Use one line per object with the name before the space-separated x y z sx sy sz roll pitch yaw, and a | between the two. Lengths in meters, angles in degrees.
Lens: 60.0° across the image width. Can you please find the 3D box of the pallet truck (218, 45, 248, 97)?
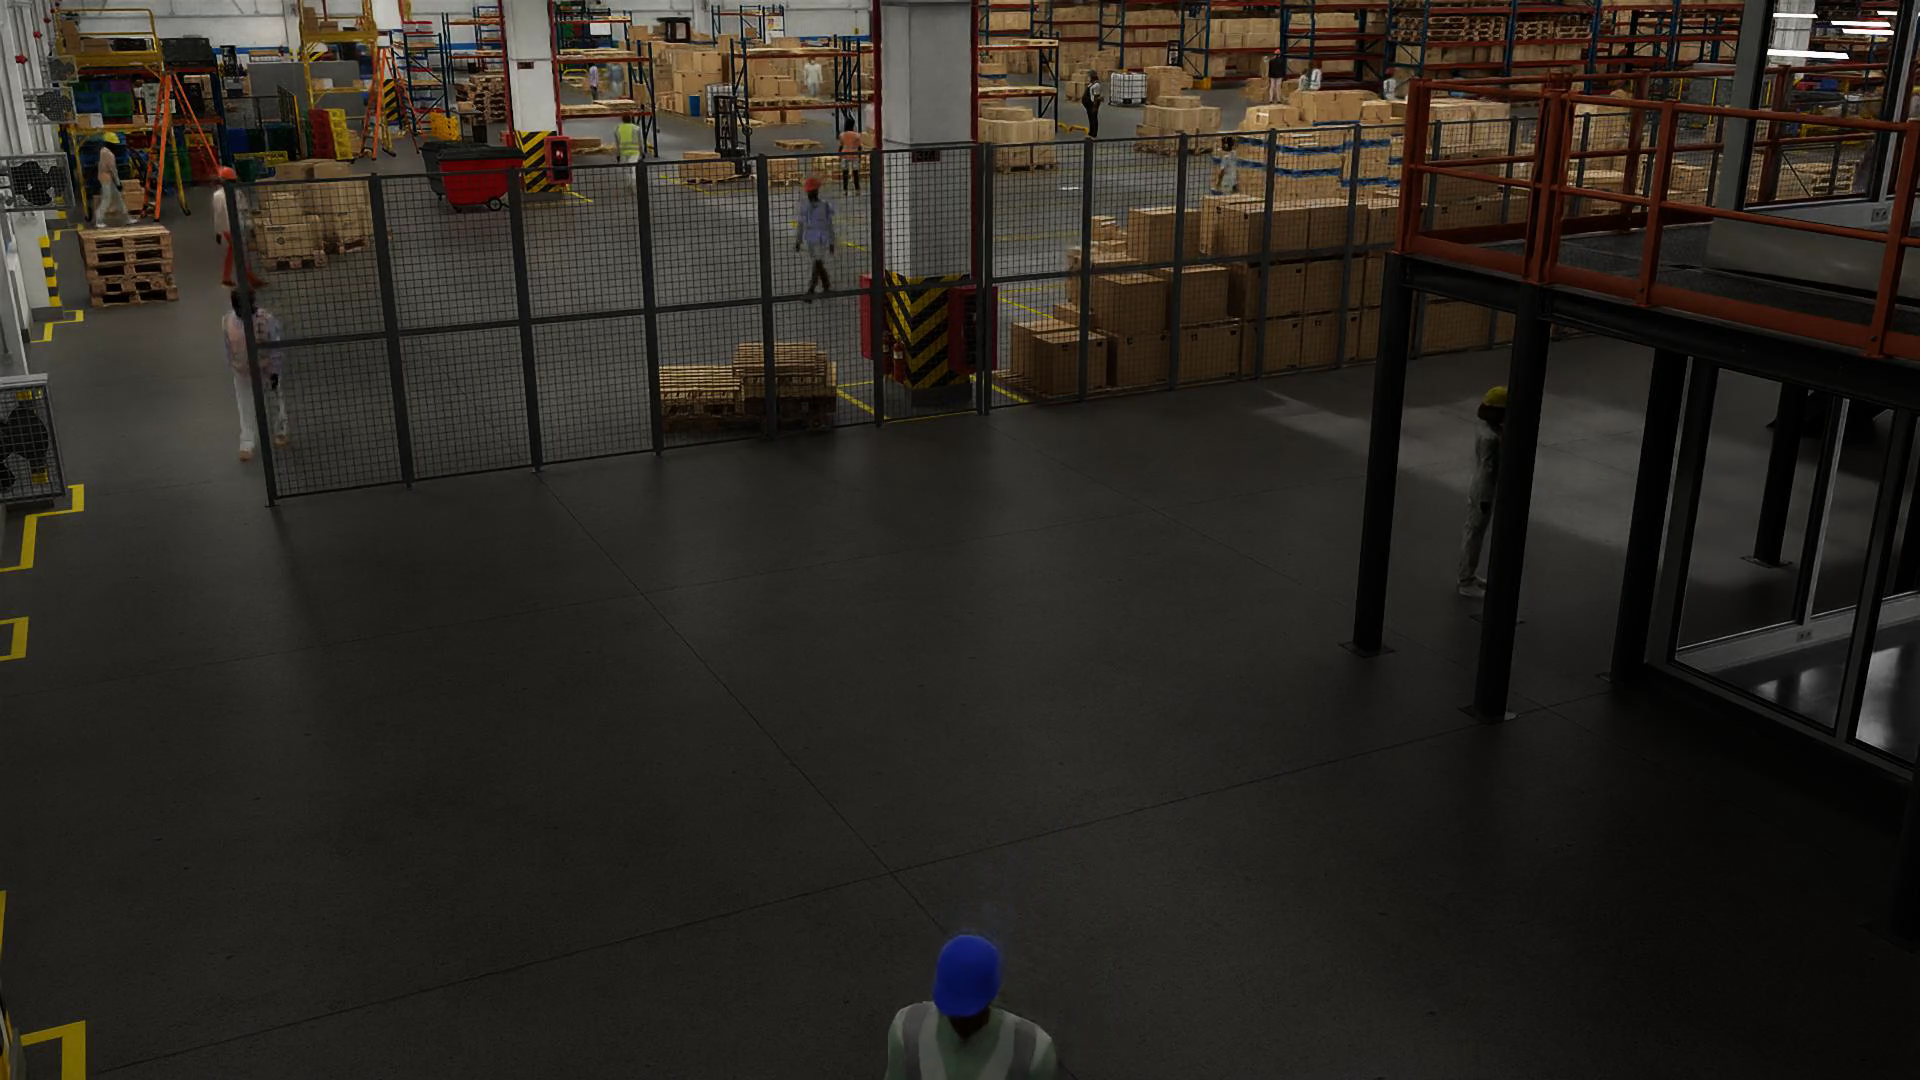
pallet truck | -28.879 -18.665 66.111 0.823 1.965 1.885 -3 19 -9

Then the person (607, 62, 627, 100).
person | -12.206 -16.339 59.488 0.659 1.909 0.845 -16 25 -38

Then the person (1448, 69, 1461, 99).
person | 16.570 -14.960 55.893 0.552 1.652 0.861 -6 20 -17

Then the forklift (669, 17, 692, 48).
forklift | -12.147 -21.397 72.696 1.129 2.768 1.873 -16 25 -39

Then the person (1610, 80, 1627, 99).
person | 18.704 -12.230 47.602 0.572 1.893 0.968 -4 19 -12

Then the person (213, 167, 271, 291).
person | -11.479 -4.932 26.389 1.017 1.939 0.641 5 20 15

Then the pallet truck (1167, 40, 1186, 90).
pallet truck | 9.045 -19.971 69.895 0.823 1.965 1.885 -3 19 -8

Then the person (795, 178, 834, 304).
person | -2.261 -4.590 25.481 0.564 1.878 1.006 9 21 25

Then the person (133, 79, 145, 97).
person | -25.301 -13.410 51.434 0.523 1.631 0.323 7 20 18

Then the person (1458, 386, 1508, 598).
person | 4.298 -0.403 13.555 0.321 1.743 0.488 6 20 17

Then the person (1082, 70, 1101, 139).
person | 3.895 -12.934 49.431 0.537 2.000 0.683 -3 19 -8

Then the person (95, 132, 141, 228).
person | -16.776 -7.094 32.792 0.841 1.860 0.611 -10 22 -27

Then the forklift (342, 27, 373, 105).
forklift | -22.257 -17.351 60.966 1.873 2.768 1.129 -9 21 -25

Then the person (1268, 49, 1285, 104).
person | 11.852 -17.349 62.298 0.609 1.995 0.375 6 20 16

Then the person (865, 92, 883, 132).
person | -2.212 -10.396 42.264 0.443 1.924 0.638 16 25 39

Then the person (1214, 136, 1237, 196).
person | 5.093 -6.868 32.163 0.808 1.830 0.553 12 23 32

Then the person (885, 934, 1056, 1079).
person | 0.049 2.161 5.848 0.622 1.931 0.732 5 20 15

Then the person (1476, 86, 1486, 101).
person | 14.217 -11.574 45.825 0.955 1.823 0.503 3 19 10

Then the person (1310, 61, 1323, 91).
person | 12.335 -15.605 57.486 0.974 1.834 0.590 -7 20 -20

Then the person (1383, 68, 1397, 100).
person | 13.506 -13.951 52.616 0.553 1.883 1.003 -9 21 -25

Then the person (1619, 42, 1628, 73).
person | 28.786 -20.592 71.938 0.429 1.841 0.621 -14 24 -35

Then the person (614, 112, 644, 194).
person | -7.513 -8.784 37.746 0.631 1.815 0.793 2 19 6

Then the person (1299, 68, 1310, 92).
person | 11.833 -15.549 57.657 0.474 1.610 0.558 3 19 8

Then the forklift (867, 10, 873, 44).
forklift | -4.379 -25.233 83.817 1.873 2.768 1.129 -4 19 -11

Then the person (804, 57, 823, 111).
person | -5.264 -16.386 59.682 0.644 1.893 1.017 -7 20 -20

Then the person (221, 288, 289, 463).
person | -7.382 -1.754 17.414 0.616 1.794 0.984 -1 19 -3

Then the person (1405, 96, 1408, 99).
person | 12.454 -11.565 45.691 0.596 1.899 0.743 4 19 11

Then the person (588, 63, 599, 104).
person | -12.999 -16.145 58.926 0.381 1.917 0.584 -9 21 -24

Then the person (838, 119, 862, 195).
person | -2.465 -8.613 37.434 0.537 1.697 0.319 0 19 1

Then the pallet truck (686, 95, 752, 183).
pallet truck | -5.836 -9.608 39.856 0.823 1.965 1.885 10 22 27
